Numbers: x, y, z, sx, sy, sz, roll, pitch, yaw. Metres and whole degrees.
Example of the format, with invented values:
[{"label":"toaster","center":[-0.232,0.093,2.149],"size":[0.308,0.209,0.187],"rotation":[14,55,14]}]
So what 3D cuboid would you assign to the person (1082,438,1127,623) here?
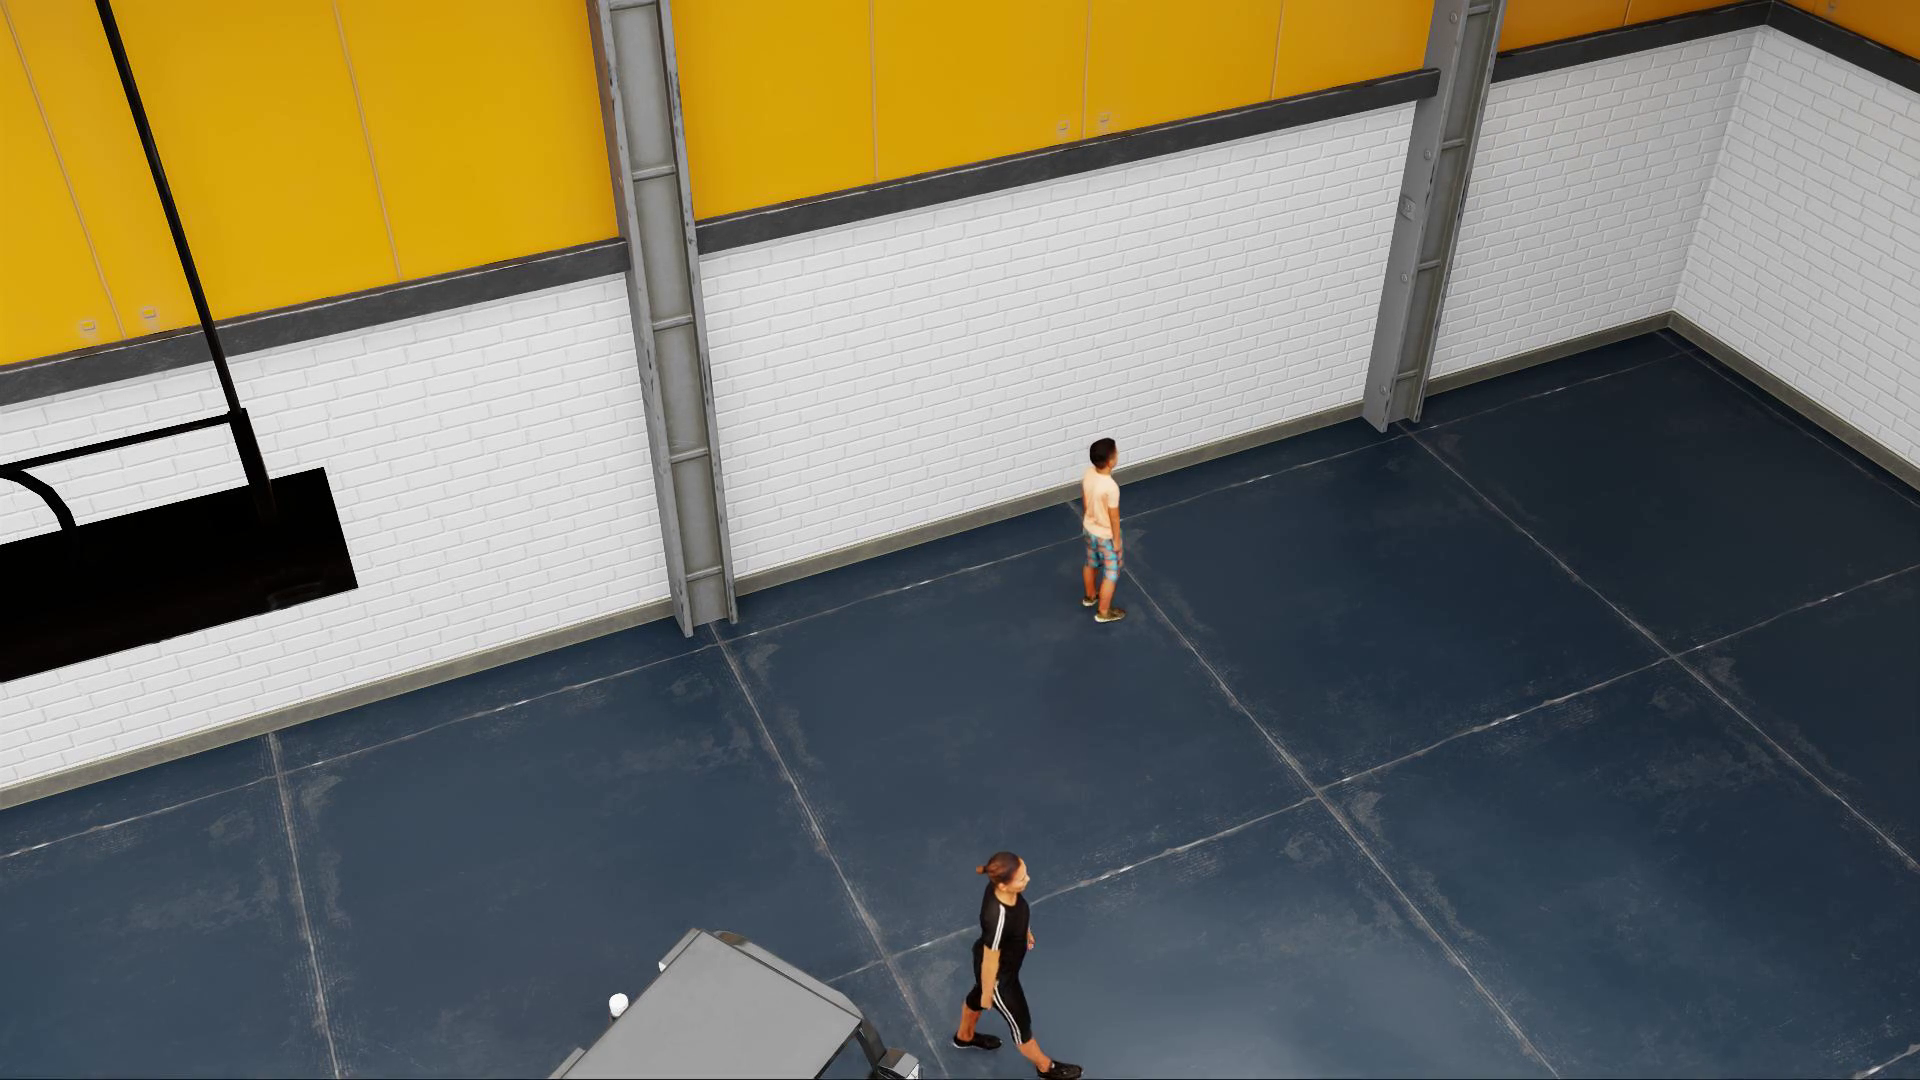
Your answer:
[{"label":"person","center":[0.961,-0.063,11.572],"size":[0.579,1.459,0.591],"rotation":[-24,44,-27]}]

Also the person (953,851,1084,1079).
[{"label":"person","center":[0.130,2.184,8.613],"size":[1.052,1.639,0.908],"rotation":[5,39,6]}]
